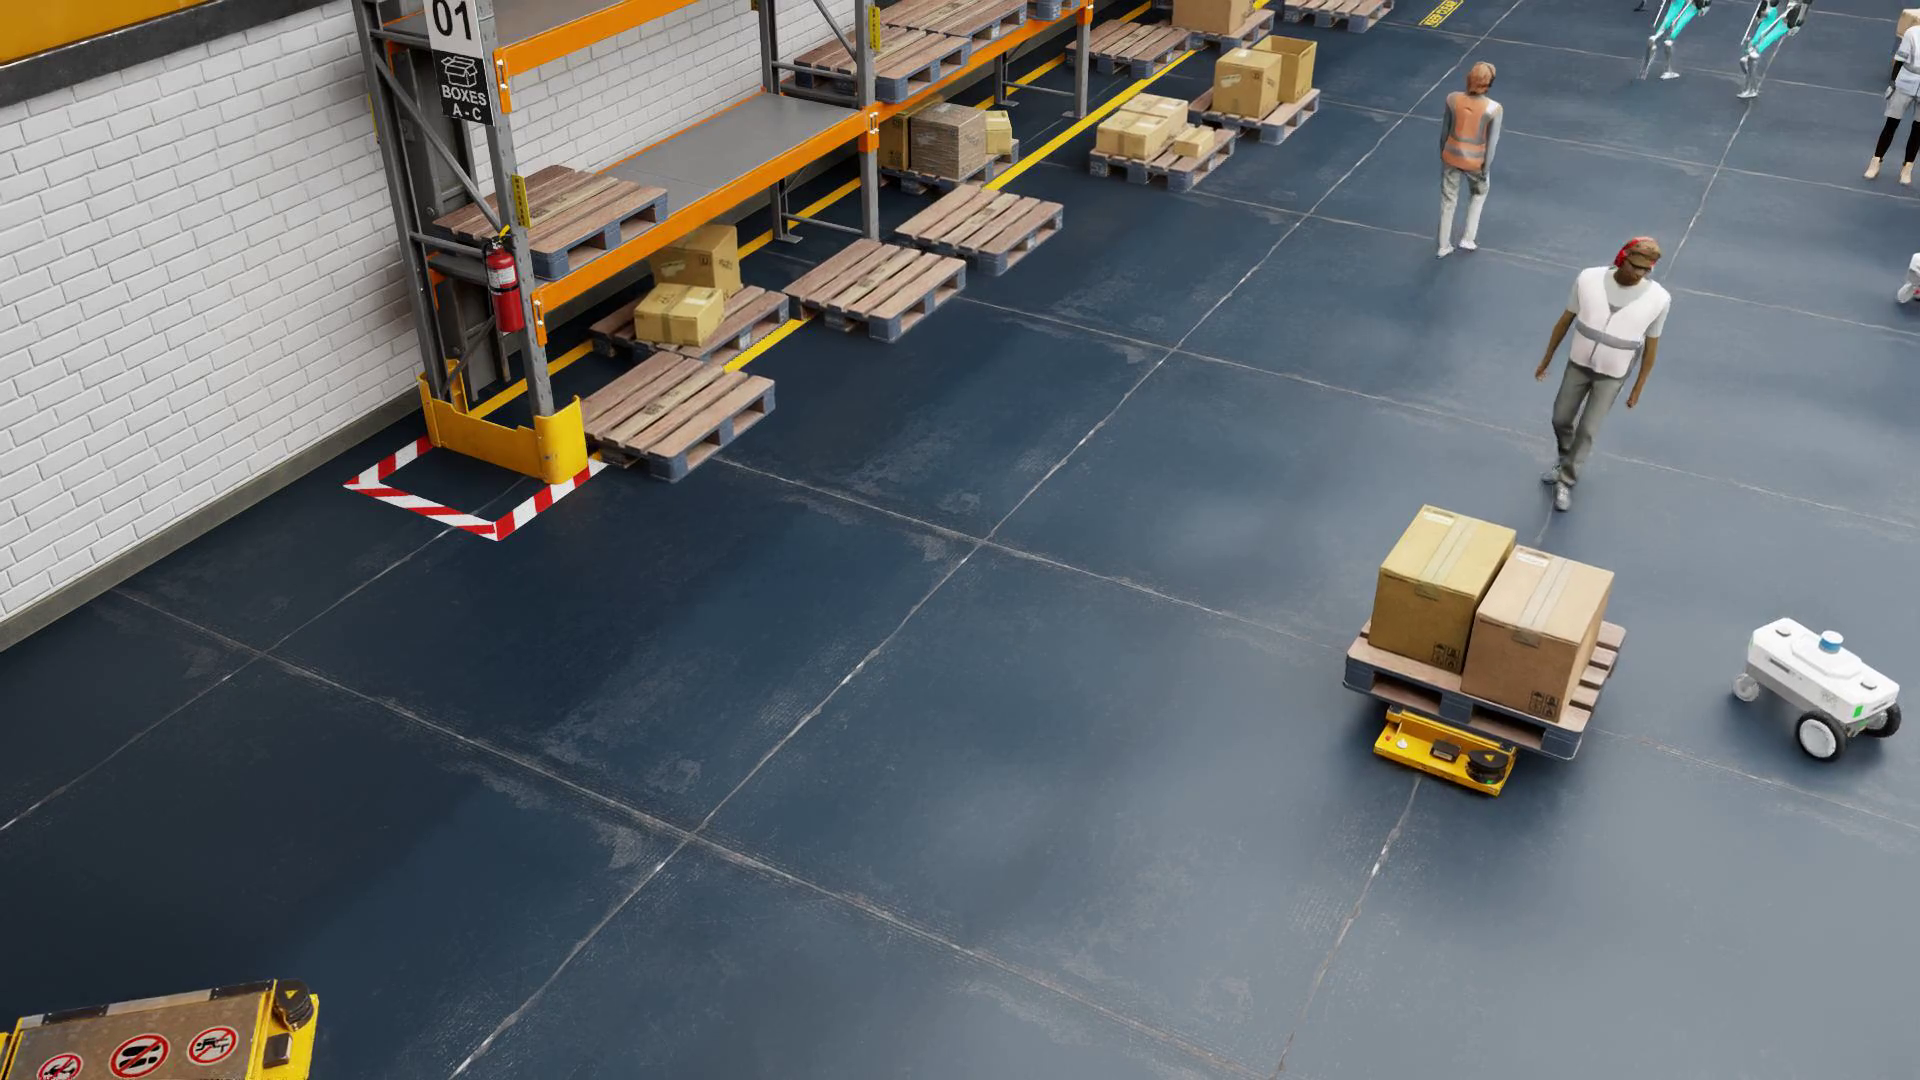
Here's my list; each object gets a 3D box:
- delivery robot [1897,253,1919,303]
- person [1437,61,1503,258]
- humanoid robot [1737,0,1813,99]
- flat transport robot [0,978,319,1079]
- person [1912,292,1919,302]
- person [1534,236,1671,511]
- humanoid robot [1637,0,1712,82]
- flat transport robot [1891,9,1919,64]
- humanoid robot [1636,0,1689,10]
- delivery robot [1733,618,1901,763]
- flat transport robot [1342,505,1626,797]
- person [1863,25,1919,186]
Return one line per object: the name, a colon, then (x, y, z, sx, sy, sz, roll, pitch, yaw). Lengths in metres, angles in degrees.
delivery robot: (7.833, -2.084, 13.059, 0.797, 0.613, 0.499, -10, 35, -15)
person: (4.154, -3.117, 13.632, 0.518, 1.622, 0.501, 21, 39, 29)
humanoid robot: (8.194, -5.270, 16.809, 0.857, 1.771, 0.557, -19, 38, -26)
flat transport robot: (-3.421, 2.206, 6.810, 1.431, 0.231, 0.659, -7, 34, -10)
person: (7.871, -2.691, 12.790, 0.564, 1.846, 0.391, 17, 37, 24)
person: (3.942, -1.052, 10.325, 0.636, 1.816, 0.504, 22, 39, 29)
humanoid robot: (7.461, -5.587, 17.382, 0.741, 1.900, 0.555, -19, 38, -26)
flat transport robot: (10.608, -4.868, 17.513, 0.659, 0.231, 1.431, -3, 34, -4)
humanoid robot: (8.462, -7.083, 19.642, 0.791, 1.628, 0.611, -16, 37, -22)
delivery robot: (4.527, 0.773, 8.737, 0.499, 0.614, 0.790, -17, 37, -24)
flat transport robot: (2.785, 0.802, 8.935, 0.659, 0.231, 1.431, 19, 38, 26)
person: (8.625, -4.050, 14.978, 0.532, 1.699, 0.319, 17, 37, 24)
